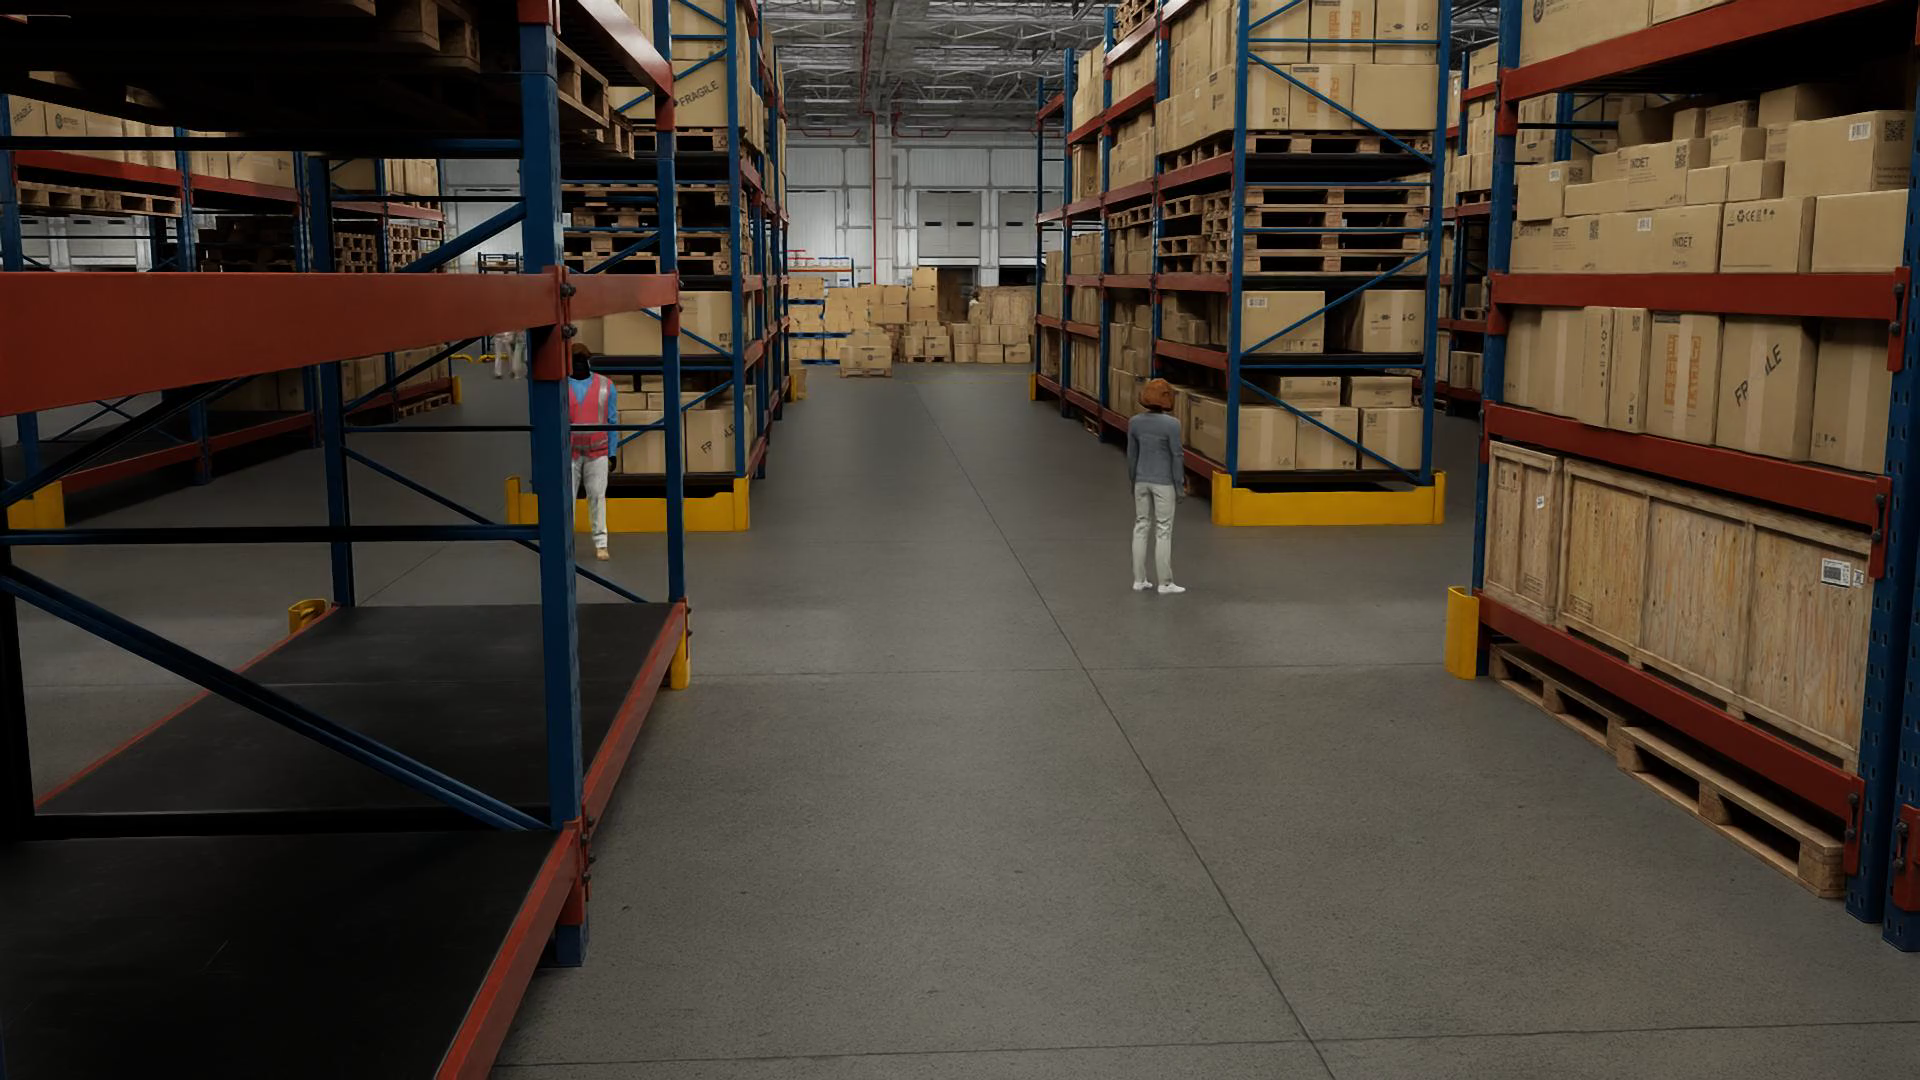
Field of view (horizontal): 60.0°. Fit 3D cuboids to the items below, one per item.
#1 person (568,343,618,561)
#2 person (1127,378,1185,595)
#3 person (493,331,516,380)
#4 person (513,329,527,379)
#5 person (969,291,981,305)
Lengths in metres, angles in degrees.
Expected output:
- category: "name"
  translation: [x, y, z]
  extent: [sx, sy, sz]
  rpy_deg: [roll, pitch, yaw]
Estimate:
- category: "person"
  translation: [-3.177, -0.729, 13.960]
  extent: [0.627, 1.844, 0.429]
  rpy_deg: [-3, 9, -16]
- category: "person"
  translation: [1.485, -0.404, 12.569]
  extent: [0.497, 1.633, 0.283]
  rpy_deg: [8, 12, 43]
- category: "person"
  translation: [-10.606, -4.667, 38.736]
  extent: [0.596, 1.849, 0.983]
  rpy_deg: [2, 9, 13]
- category: "person"
  translation: [-10.106, -4.541, 38.598]
  extent: [0.515, 1.614, 0.722]
  rpy_deg: [3, 10, 20]
- category: "person"
  translation: [0.462, -6.503, 49.911]
  extent: [0.357, 1.938, 0.637]
  rpy_deg: [-4, 10, -22]
